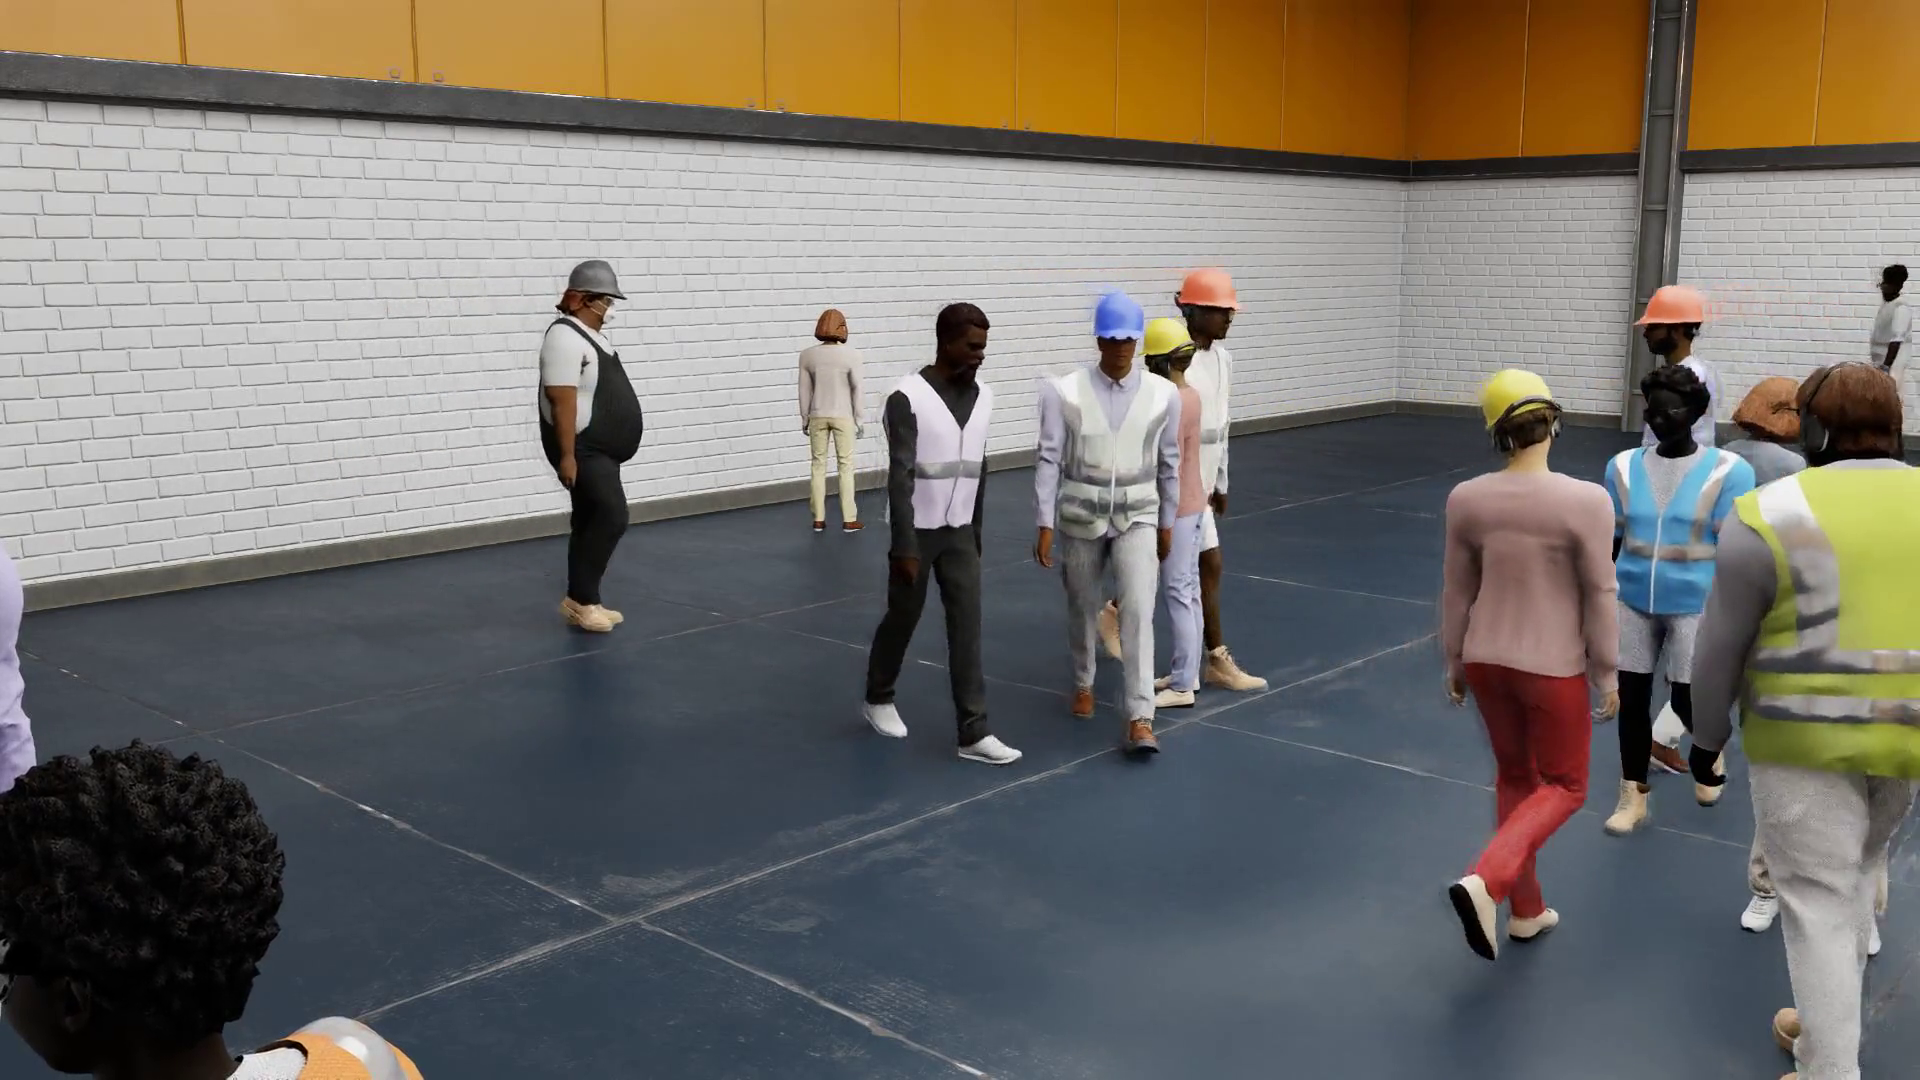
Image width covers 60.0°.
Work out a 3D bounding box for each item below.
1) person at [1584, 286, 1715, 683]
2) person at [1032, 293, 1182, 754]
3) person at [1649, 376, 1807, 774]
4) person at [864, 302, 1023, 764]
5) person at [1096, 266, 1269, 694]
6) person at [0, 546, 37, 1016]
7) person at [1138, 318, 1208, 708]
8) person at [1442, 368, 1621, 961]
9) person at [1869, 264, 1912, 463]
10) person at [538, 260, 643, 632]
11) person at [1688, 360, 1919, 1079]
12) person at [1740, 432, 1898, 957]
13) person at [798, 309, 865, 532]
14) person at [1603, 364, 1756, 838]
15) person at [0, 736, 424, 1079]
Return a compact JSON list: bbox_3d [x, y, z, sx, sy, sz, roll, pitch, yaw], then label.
[{"bbox_3d":[3.245,-0.237,7.848,0.957,1.888,0.569,3,10,15],"label":"person"},{"bbox_3d":[0.614,-0.087,7.026,0.638,1.896,0.966,0,10,0],"label":"person"},{"bbox_3d":[3.089,0.143,6.564,0.860,1.588,0.499,-1,10,-5],"label":"person"},{"bbox_3d":[-0.111,-0.044,6.863,0.616,1.868,0.921,-9,13,-42],"label":"person"},{"bbox_3d":[1.023,-0.308,7.977,1.029,2.003,0.617,7,12,37],"label":"person"},{"bbox_3d":[-1.822,0.642,2.730,0.371,1.936,0.627,9,14,43],"label":"person"},{"bbox_3d":[0.948,-0.117,7.539,0.329,1.765,0.527,3,11,18],"label":"person"},{"bbox_3d":[1.595,0.374,4.821,0.614,1.728,0.547,-8,13,-39],"label":"person"},{"bbox_3d":[8.986,-1.696,16.089,0.375,1.925,0.706,4,11,22],"label":"person"},{"bbox_3d":[-1.984,-0.515,9.013,0.539,2.000,0.697,0,10,2],"label":"person"},{"bbox_3d":[2.068,0.484,3.993,0.634,1.809,0.734,-1,10,-3],"label":"person"},{"bbox_3d":[2.600,0.406,4.943,0.517,1.632,0.311,7,12,34],"label":"person"},{"bbox_3d":[-0.938,-0.871,12.198,0.501,1.632,0.280,3,10,15],"label":"person"},{"bbox_3d":[2.522,0.213,5.885,0.474,1.678,0.543,-10,14,-44],"label":"person"},{"bbox_3d":[-0.624,0.996,1.420,0.321,1.689,0.530,3,10,17],"label":"person"}]
